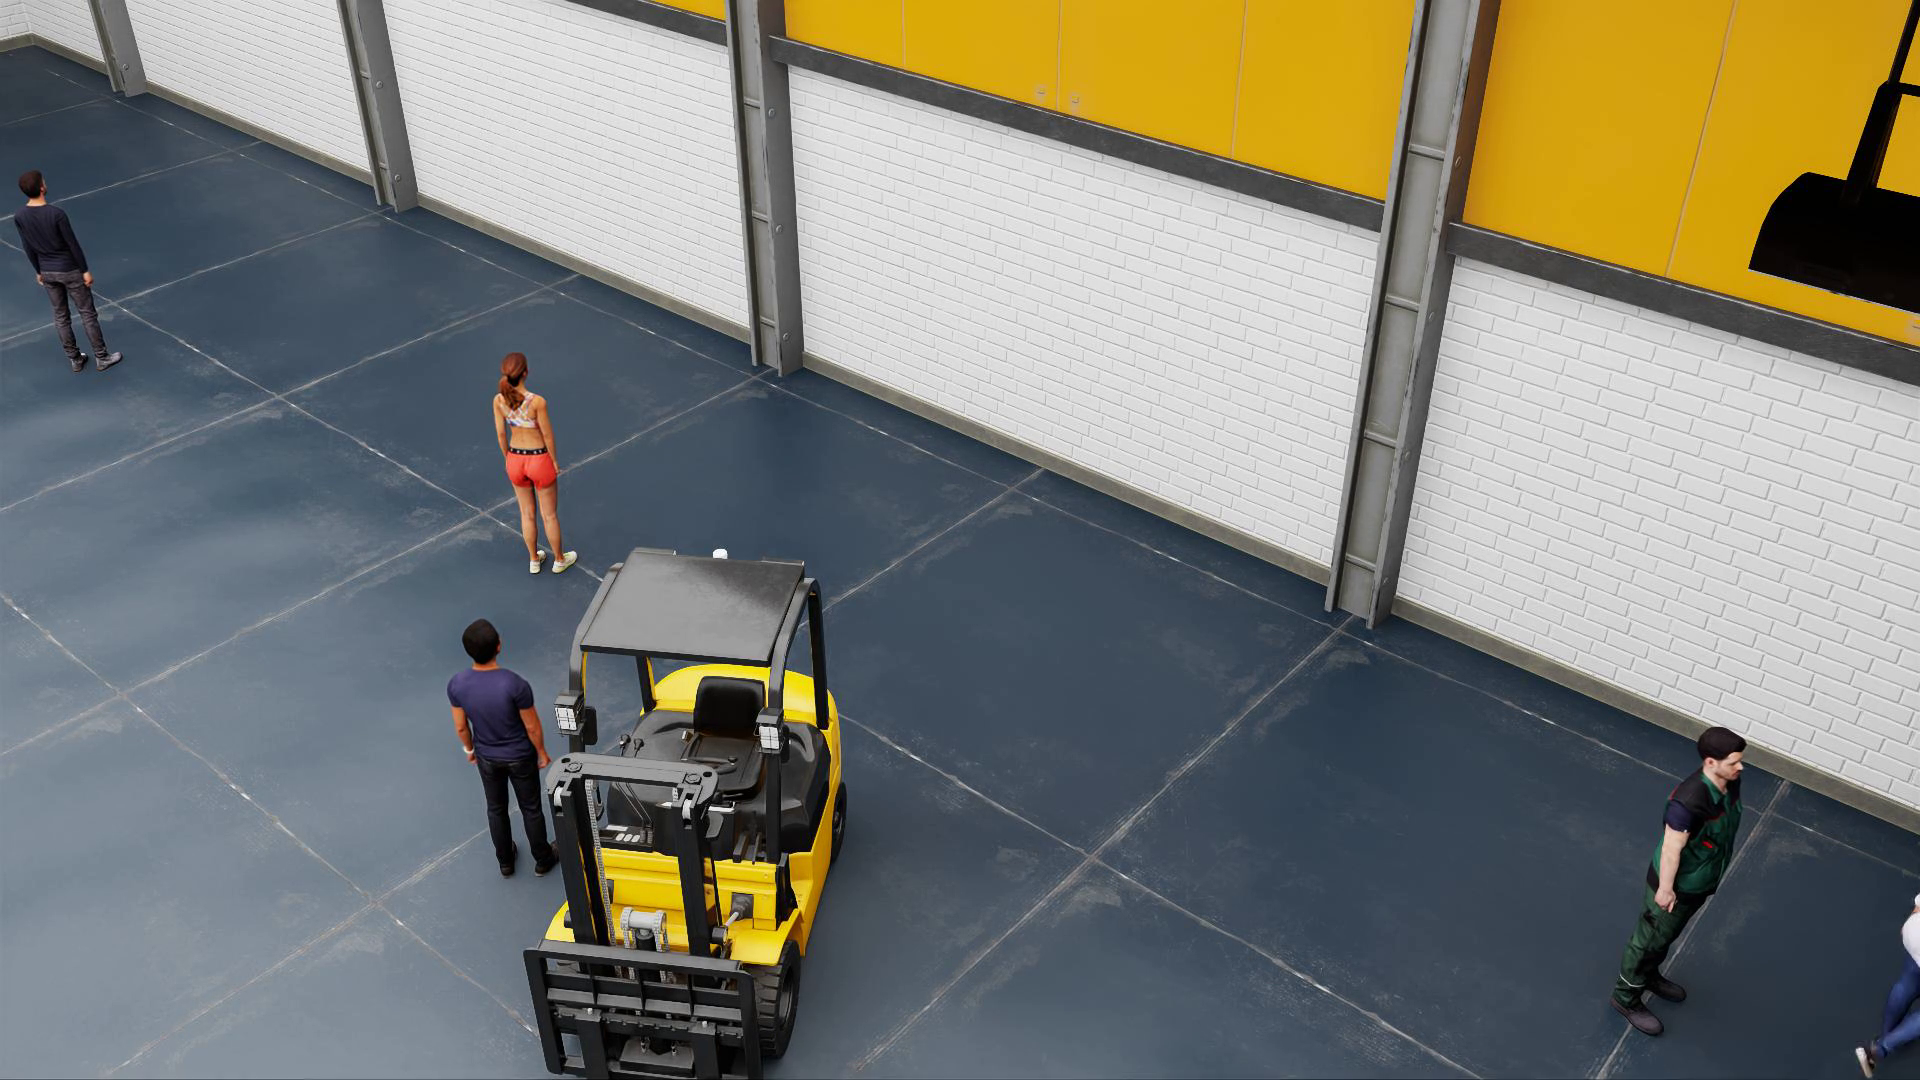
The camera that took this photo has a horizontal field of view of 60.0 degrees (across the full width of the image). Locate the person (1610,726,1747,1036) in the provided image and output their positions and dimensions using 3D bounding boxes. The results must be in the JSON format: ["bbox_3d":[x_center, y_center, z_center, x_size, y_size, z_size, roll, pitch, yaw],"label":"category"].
[{"bbox_3d":[3.744,1.727,8.632,0.572,1.901,0.671,27,42,35],"label":"person"}]

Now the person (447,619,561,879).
[{"bbox_3d":[-2.608,1.213,9.502,0.689,1.793,0.773,0,34,0],"label":"person"}]

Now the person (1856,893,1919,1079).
[{"bbox_3d":[4.839,2.065,8.313,0.949,1.691,0.936,-12,35,-17],"label":"person"}]

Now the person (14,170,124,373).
[{"bbox_3d":[-8.026,-2.392,14.856,0.699,1.870,0.778,0,34,0],"label":"person"}]

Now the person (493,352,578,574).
[{"bbox_3d":[-3.139,-0.546,12.151,0.634,1.791,0.722,5,34,8],"label":"person"}]
